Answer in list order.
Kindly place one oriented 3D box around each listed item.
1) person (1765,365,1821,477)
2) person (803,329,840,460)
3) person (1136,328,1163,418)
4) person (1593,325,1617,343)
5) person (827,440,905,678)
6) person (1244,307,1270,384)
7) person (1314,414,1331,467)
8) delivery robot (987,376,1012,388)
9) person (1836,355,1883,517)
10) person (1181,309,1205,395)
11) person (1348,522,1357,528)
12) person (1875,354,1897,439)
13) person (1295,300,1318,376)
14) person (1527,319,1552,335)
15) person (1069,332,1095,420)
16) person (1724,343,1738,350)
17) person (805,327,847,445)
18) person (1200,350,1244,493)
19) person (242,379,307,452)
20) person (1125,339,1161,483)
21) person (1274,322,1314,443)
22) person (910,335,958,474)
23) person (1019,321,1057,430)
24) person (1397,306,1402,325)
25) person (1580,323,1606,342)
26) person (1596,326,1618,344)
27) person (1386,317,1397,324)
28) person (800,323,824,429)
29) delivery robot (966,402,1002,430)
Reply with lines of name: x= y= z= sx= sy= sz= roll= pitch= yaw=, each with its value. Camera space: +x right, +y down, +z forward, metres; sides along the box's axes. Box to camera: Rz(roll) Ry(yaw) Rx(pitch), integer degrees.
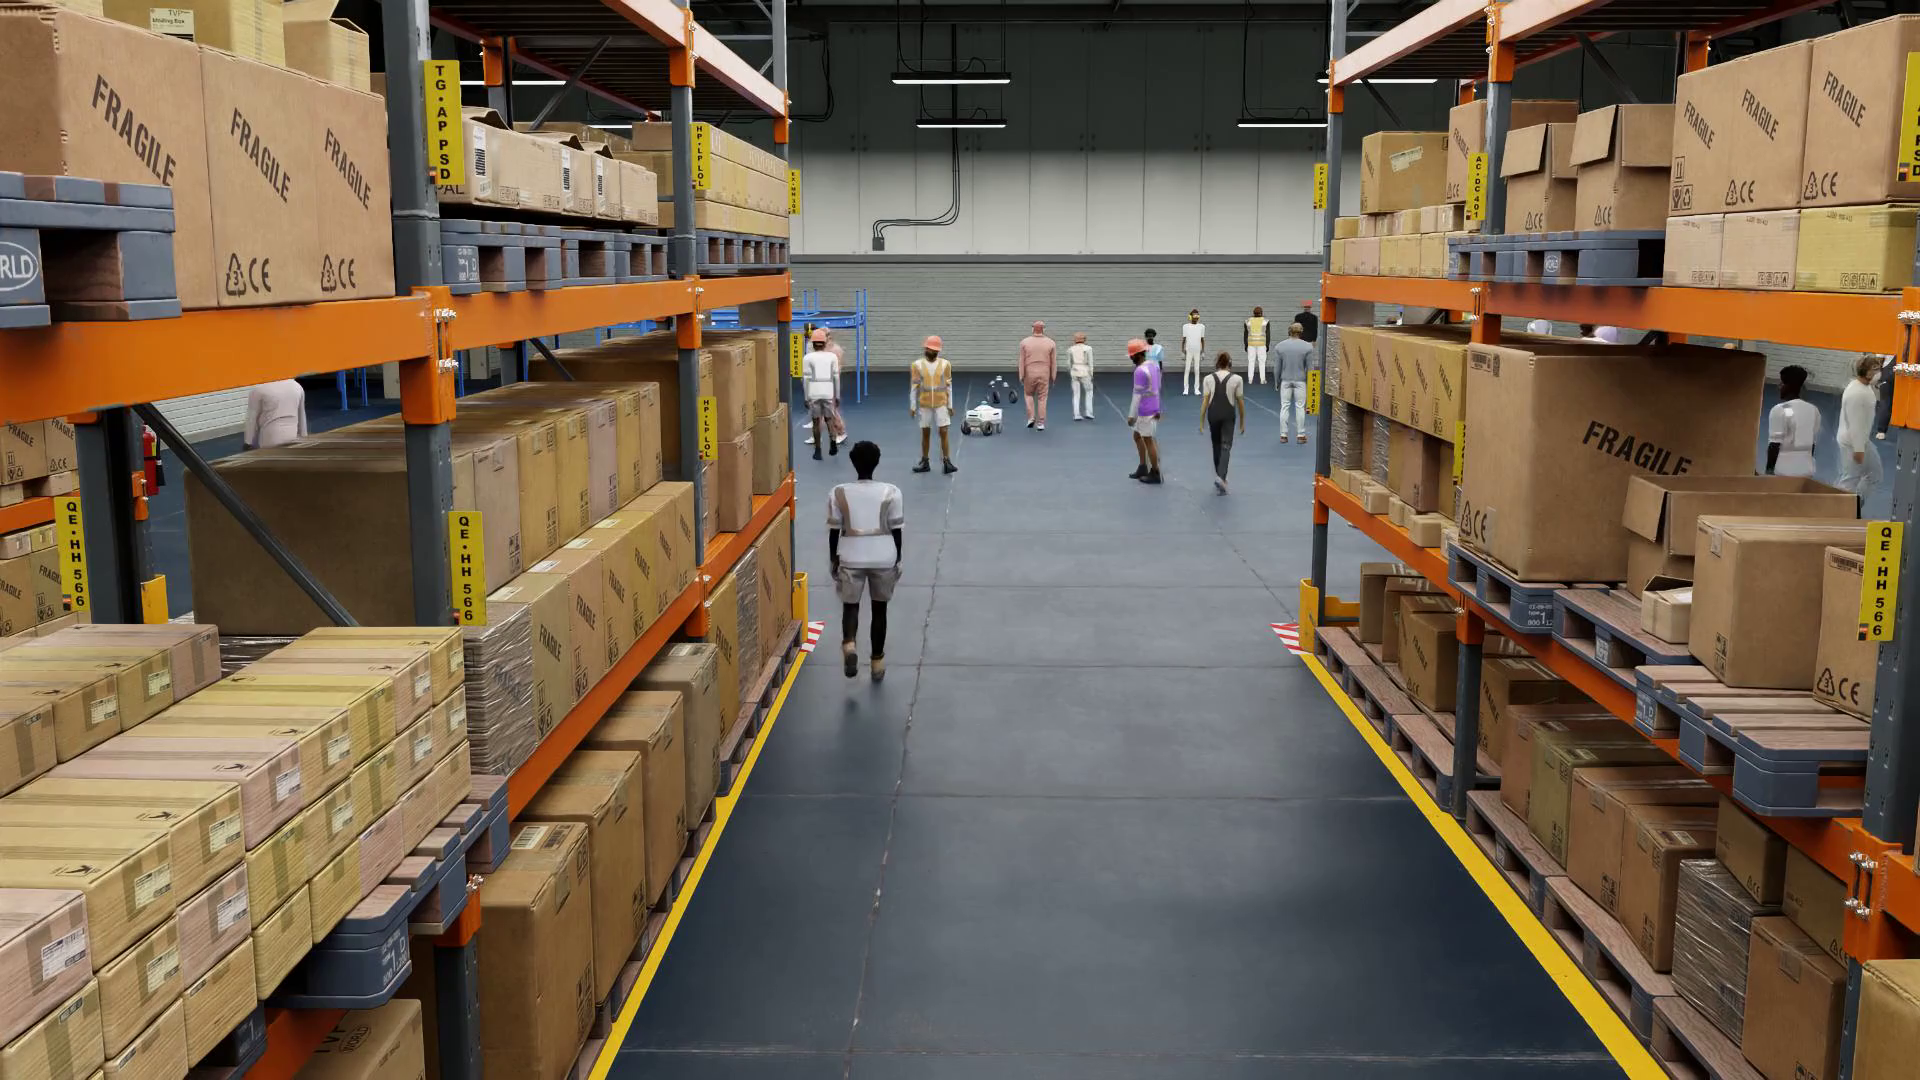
person: x=7.710 y=-0.655 z=15.512 sx=0.634 sy=1.952 sz=0.422 roll=-4 pitch=10 yaw=-25
person: x=-2.042 y=-2.143 z=24.540 sx=0.548 sy=1.923 sz=0.584 roll=-4 pitch=10 yaw=-22
person: x=3.577 y=-3.176 z=31.449 sx=0.534 sy=1.673 sz=0.695 roll=0 pitch=9 yaw=3
person: x=13.105 y=-3.735 z=34.203 sx=0.677 sy=1.869 sz=0.877 roll=-8 pitch=12 yaw=-38
person: x=-0.652 y=0.158 z=11.486 sx=0.542 sy=1.685 sz=0.567 roll=0 pitch=9 yaw=1
person: x=7.138 y=-4.681 z=39.979 sx=0.624 sy=1.844 sz=0.430 roll=3 pitch=10 yaw=18
person: x=5.261 y=-1.837 z=23.018 sx=0.590 sy=1.825 sz=1.028 roll=8 pitch=13 yaw=41
delivery robot: x=0.815 y=-3.297 z=34.606 sx=0.335 sy=0.223 sz=0.698 roll=-5 pitch=11 yaw=-30
person: x=9.641 y=-1.012 z=17.762 sx=0.523 sy=1.918 sz=0.655 roll=7 pitch=12 yaw=37
person: x=5.136 y=-4.135 z=36.612 sx=0.528 sy=1.876 sz=0.323 roll=0 pitch=9 yaw=0
person: x=4.643 y=-1.043 z=18.048 sx=0.736 sy=1.895 sz=0.626 roll=4 pitch=10 yaw=24
person: x=15.435 y=-2.659 z=27.398 sx=0.684 sy=2.000 sz=0.536 roll=4 pitch=10 yaw=24
person: x=8.777 y=-5.120 z=42.297 sx=0.617 sy=1.958 sz=0.993 roll=3 pitch=10 yaw=16
person: x=13.723 y=-4.591 z=39.464 sx=0.593 sy=1.832 sz=0.403 roll=1 pitch=10 yaw=7
person: x=2.244 y=-3.024 z=30.703 sx=0.559 sy=1.617 sz=0.495 roll=6 pitch=11 yaw=33
person: x=12.105 y=-2.295 z=26.307 sx=0.507 sy=1.631 sz=0.270 roll=-6 pitch=11 yaw=-33
person: x=-2.110 y=-2.466 z=26.618 sx=0.624 sy=1.881 sz=0.663 roll=-9 pitch=13 yaw=-44
person: x=3.358 y=-1.529 z=21.299 sx=0.531 sy=1.801 sz=1.024 roll=3 pitch=10 yaw=20
person: x=-7.679 y=-1.127 z=18.563 sx=0.672 sy=1.884 sz=0.659 roll=5 pitch=11 yaw=28
person: x=2.389 y=-1.705 z=21.962 sx=0.654 sy=1.901 sz=0.594 roll=4 pitch=10 yaw=25
person: x=5.392 y=-2.542 z=26.875 sx=0.634 sy=1.937 sz=0.355 roll=4 pitch=10 yaw=21
person: x=-0.360 y=-1.863 z=22.944 sx=0.652 sy=1.905 sz=0.624 roll=0 pitch=9 yaw=0
person: x=1.354 y=-2.858 z=28.925 sx=0.671 sy=1.886 sz=0.529 roll=0 pitch=9 yaw=0
person: x=10.038 y=-4.346 z=37.737 sx=0.628 sy=1.920 sz=0.473 roll=3 pitch=10 yaw=15
person: x=11.229 y=-2.974 z=29.730 sx=0.617 sy=1.854 sz=1.004 roll=-2 pitch=10 yaw=-11
person: x=15.757 y=-4.733 z=40.524 sx=0.523 sy=1.766 sz=0.315 roll=6 pitch=11 yaw=33
person: x=8.612 y=-3.544 z=33.241 sx=0.661 sy=1.811 sz=0.833 roll=1 pitch=10 yaw=5
person: x=-2.622 y=-2.882 z=29.178 sx=0.376 sy=1.851 sz=0.517 roll=1 pitch=10 yaw=7
delivery robot: x=0.409 y=-2.110 z=28.272 sx=0.477 sy=0.478 sz=0.707 roll=6 pitch=11 yaw=32
